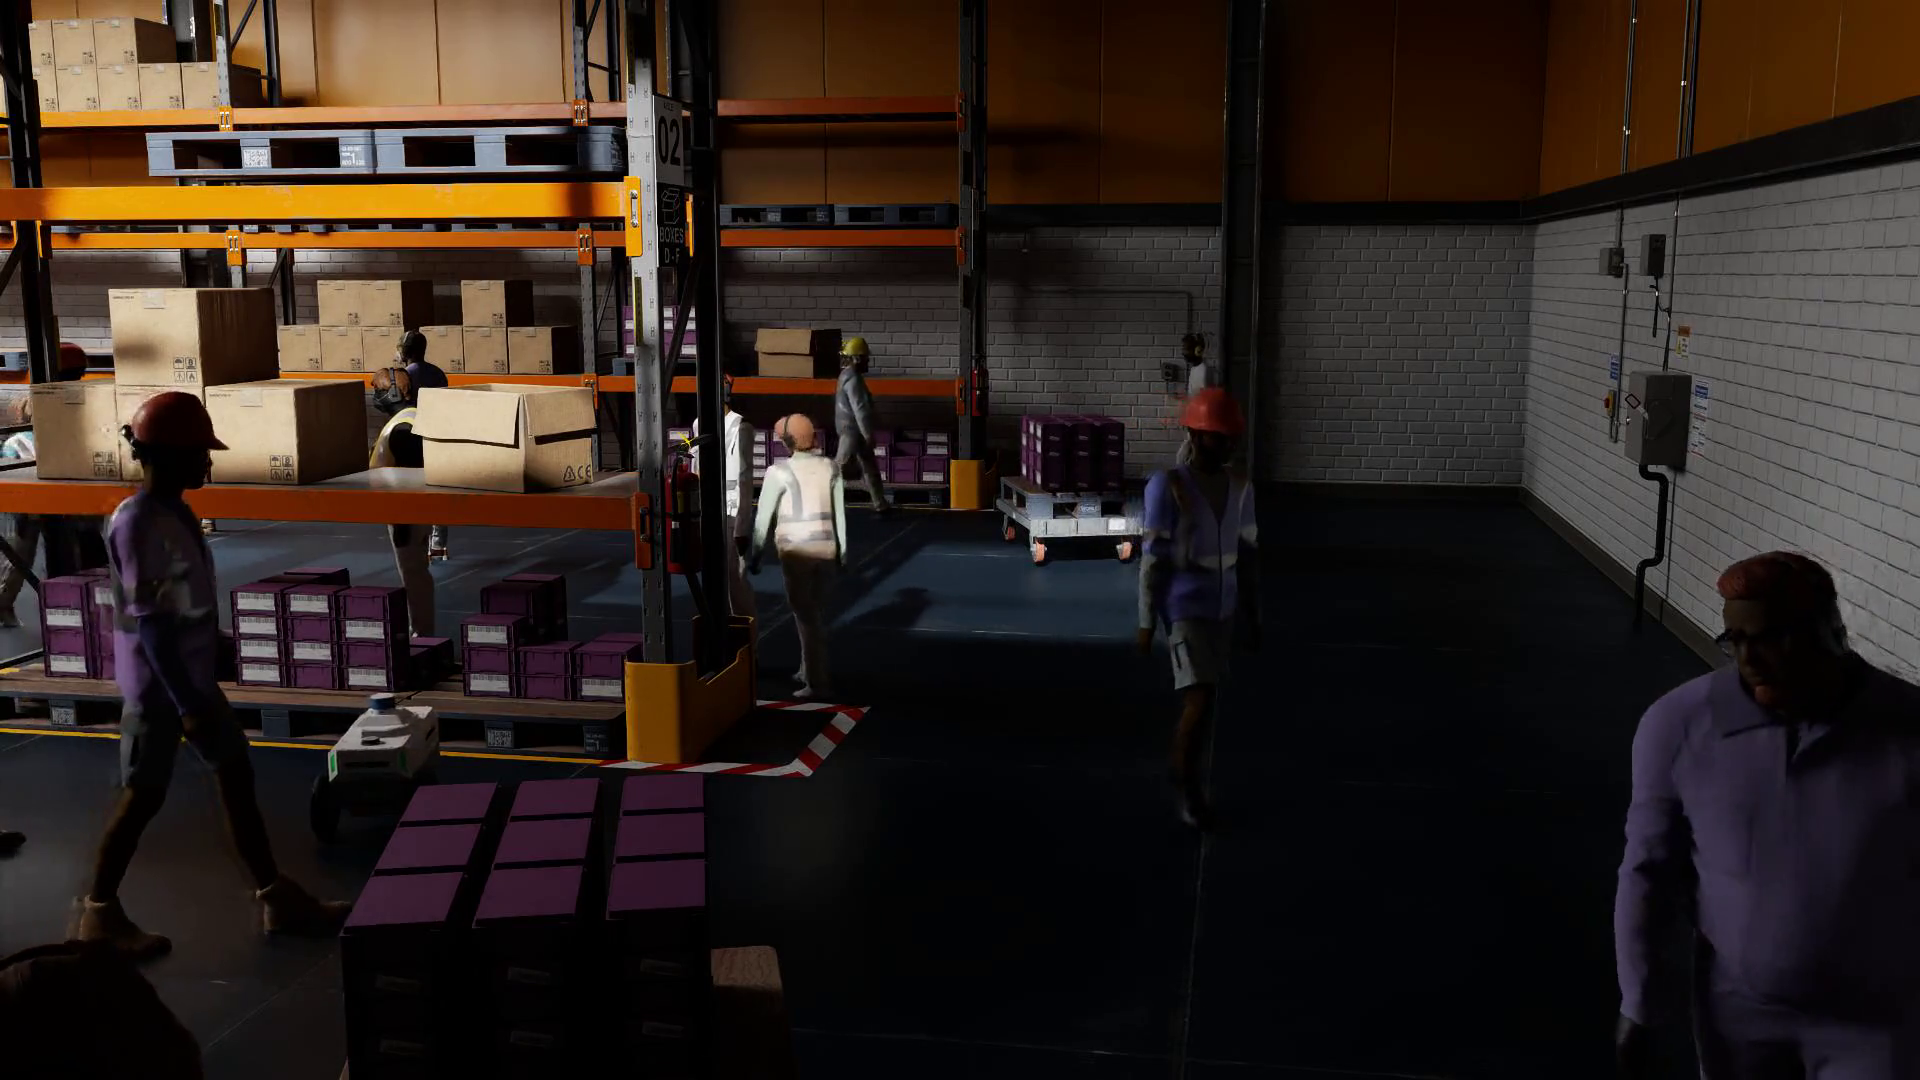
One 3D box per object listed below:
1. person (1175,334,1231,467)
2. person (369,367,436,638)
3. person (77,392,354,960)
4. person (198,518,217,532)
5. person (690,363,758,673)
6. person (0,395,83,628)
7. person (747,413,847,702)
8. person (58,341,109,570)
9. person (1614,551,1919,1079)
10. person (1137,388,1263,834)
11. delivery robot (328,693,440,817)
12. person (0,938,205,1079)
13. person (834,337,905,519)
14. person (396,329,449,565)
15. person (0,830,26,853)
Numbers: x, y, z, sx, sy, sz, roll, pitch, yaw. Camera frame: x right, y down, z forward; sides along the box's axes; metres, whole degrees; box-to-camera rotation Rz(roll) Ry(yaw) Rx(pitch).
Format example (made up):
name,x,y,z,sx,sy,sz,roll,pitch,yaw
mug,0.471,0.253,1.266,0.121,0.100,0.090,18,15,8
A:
name,x,y,z,sx,sy,sz,roll,pitch,yaw
person,2.407,-1.153,16.617,1.081,1.801,0.533,-2,9,-11
person,-3.422,-0.145,10.232,0.429,1.836,0.620,-3,10,-20
person,-2.709,0.489,5.809,0.911,2.004,0.647,-1,9,-6
person,-7.044,-0.949,15.191,0.429,1.844,0.627,0,9,3
person,-1.412,-0.114,9.915,0.351,1.878,0.569,-7,11,-37
person,-6.190,-0.175,11.136,0.846,1.599,0.529,3,10,19
person,-0.925,0.091,9.426,0.534,1.608,0.660,-9,12,-43
person,-6.058,-0.389,11.403,0.542,1.943,0.349,9,13,43
person,1.714,0.937,3.429,0.685,1.863,0.504,5,11,31
person,1.069,0.313,7.113,0.579,1.920,0.529,-6,11,-32
delivery robot,-2.522,0.916,7.310,0.477,0.478,0.707,-1,9,-6
person,-1.025,1.272,2.052,0.269,1.632,0.506,-6,11,-32
person,-1.038,-1.058,16.062,0.939,1.790,0.591,-1,9,-3
person,-4.454,-0.758,13.704,0.365,1.939,0.636,3,10,16
person,-4.405,0.405,6.652,0.980,1.896,0.637,-3,10,-20
